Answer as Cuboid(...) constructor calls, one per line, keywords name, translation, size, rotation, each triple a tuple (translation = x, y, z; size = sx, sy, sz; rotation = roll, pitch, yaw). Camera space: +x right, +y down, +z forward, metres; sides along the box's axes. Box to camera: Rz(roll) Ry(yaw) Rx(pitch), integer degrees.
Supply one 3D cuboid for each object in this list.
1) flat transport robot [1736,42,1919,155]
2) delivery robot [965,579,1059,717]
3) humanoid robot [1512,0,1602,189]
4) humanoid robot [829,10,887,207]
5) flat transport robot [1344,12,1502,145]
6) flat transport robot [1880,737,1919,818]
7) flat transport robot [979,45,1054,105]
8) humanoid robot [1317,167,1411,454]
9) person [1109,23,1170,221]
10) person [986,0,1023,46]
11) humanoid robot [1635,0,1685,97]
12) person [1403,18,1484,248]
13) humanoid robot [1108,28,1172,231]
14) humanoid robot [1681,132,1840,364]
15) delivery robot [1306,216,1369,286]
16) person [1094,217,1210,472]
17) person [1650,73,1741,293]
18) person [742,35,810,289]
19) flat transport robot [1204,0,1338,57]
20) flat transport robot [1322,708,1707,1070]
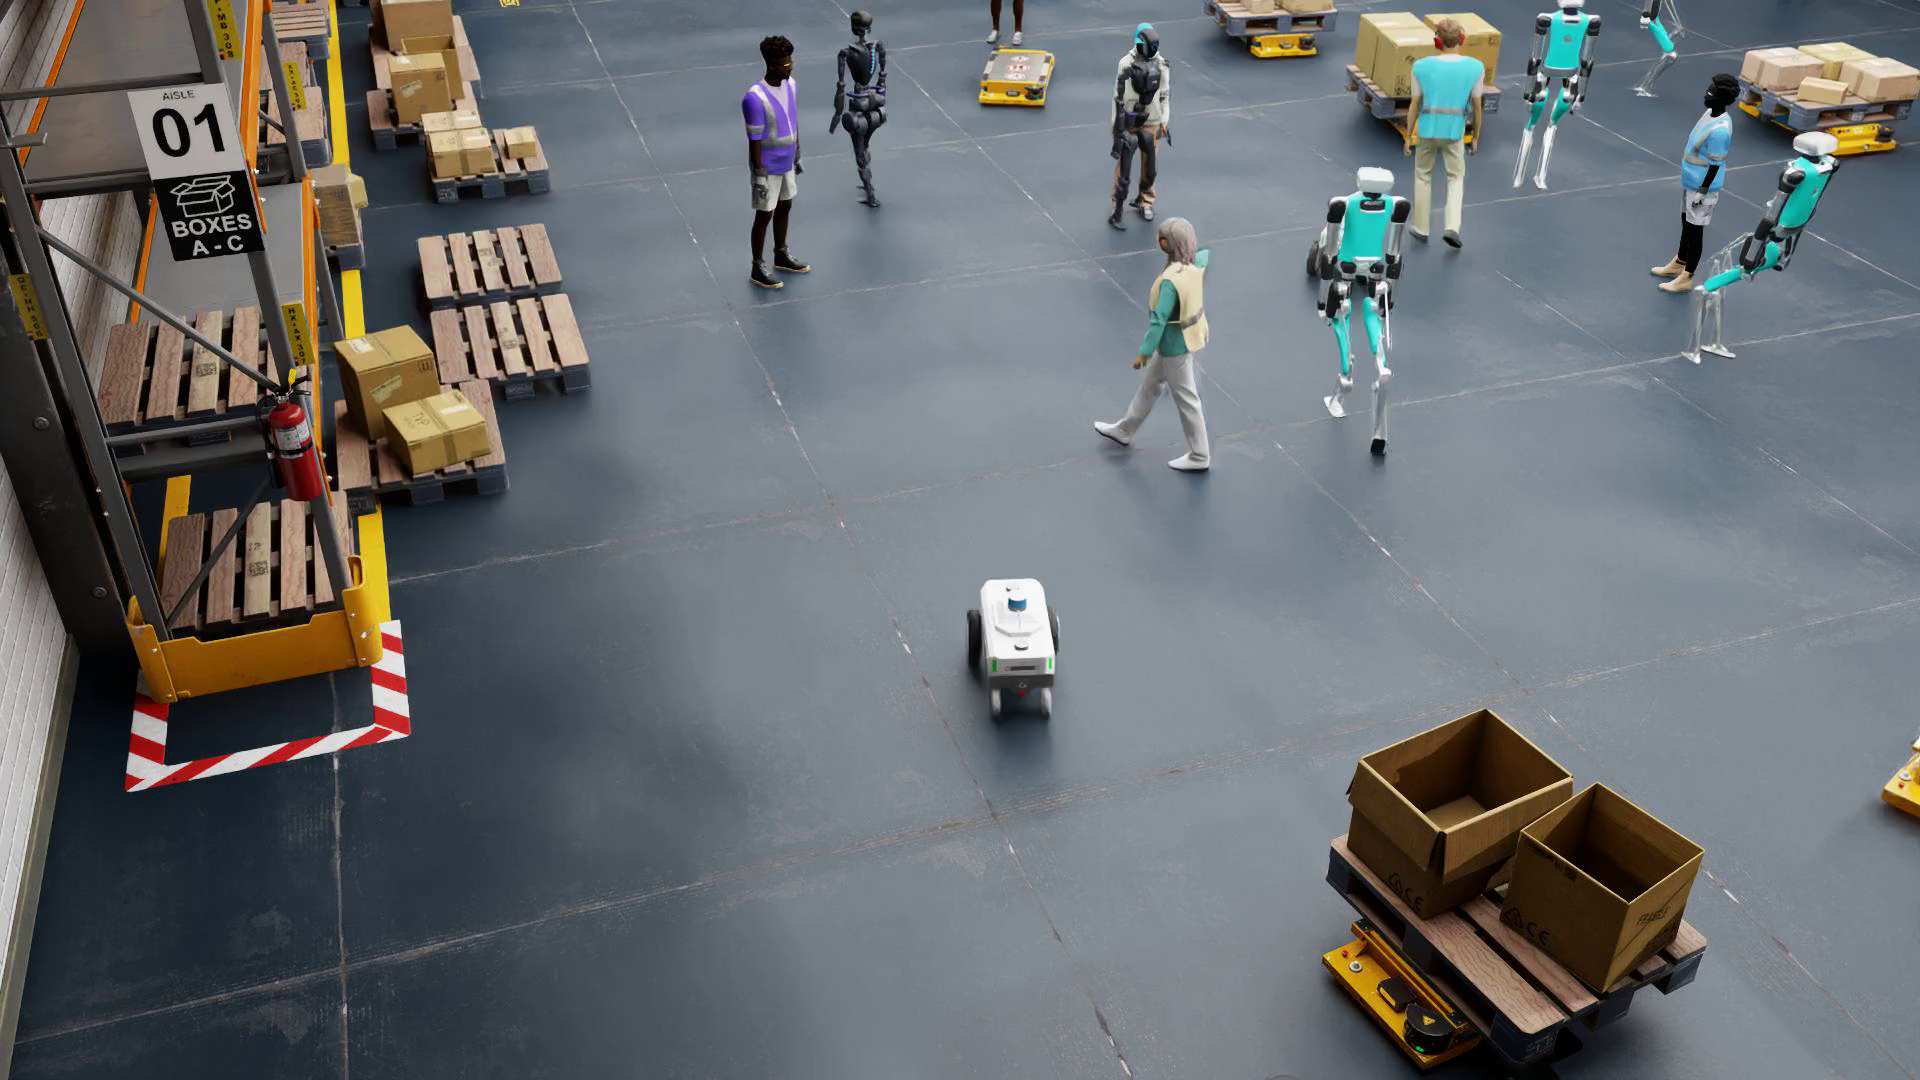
Cuboid(name="flat transport robot", translation=(8.285, -4.067, 16.097), size=(0.659, 0.231, 1.431), rotation=(-8, 34, -13))
Cuboid(name="delivery robot", translation=(0.297, 0.528, 8.776), size=(0.499, 0.583, 0.767), rotation=(-2, 33, -3))
Cuboid(name="humanoid robot", translation=(5.179, -3.928, 14.575), size=(0.538, 1.834, 0.675), rotation=(5, 33, 8))
Cuboid(name="humanoid robot", translation=(-0.857, -3.696, 14.242), size=(0.451, 1.650, 0.585), rotation=(28, 42, 36))
Cuboid(name="flat transport robot", translation=(4.491, -4.198, 16.296), size=(0.659, 0.231, 1.431), rotation=(-4, 33, -6))
Cuboid(name="flat transport robot", translation=(5.199, 1.051, 8.247), size=(1.431, 0.231, 0.659), rotation=(-28, 42, -36))
Cuboid(name="flat transport robot", translation=(0.600, -4.818, 17.247), size=(0.659, 0.231, 1.431), rotation=(4, 33, 6))
Cuboid(name="humanoid robot", translation=(2.639, -1.408, 10.707), size=(0.555, 1.778, 0.956), rotation=(-3, 33, -4))
Cuboid(name="person", translation=(1.504, -3.487, 13.917), size=(0.475, 1.674, 0.379), rotation=(3, 33, 5))
Cuboid(name="person", translation=(0.487, -6.388, 18.149), size=(0.559, 1.925, 0.484), rotation=(8, 34, 11))
Cuboid(name="humanoid robot", translation=(7.069, -5.305, 16.657), size=(0.674, 1.797, 0.541), rotation=(14, 36, 21))
Cuboid(name="person", translation=(3.882, -3.247, 13.429), size=(0.601, 1.813, 0.587), rotation=(4, 33, 7))
Cuboid(name="humanoid robot", translation=(1.476, -3.452, 13.864), size=(0.586, 1.637, 0.402), rotation=(-21, 39, -29))
Cuboid(name="humanoid robot", translation=(5.532, -2.061, 11.685), size=(0.551, 1.770, 0.801), rotation=(-20, 38, -28))
Cuboid(name="delivery robot", translation=(3.106, -2.391, 13.278), size=(0.499, 0.611, 0.814), rotation=(15, 36, 21))
Cuboid(name="person", translation=(1.242, -1.219, 10.437), size=(0.870, 1.669, 0.488), rotation=(10, 35, 15))
Cuboid(name="person", translation=(5.659, -2.732, 12.738), size=(0.318, 1.699, 0.534), rotation=(6, 34, 9))
Cuboid(name="person", translation=(-1.408, -2.907, 12.789), size=(0.394, 1.949, 0.615), rotation=(17, 37, 25))
Cuboid(name="flat transport robot", translation=(3.432, -5.691, 18.587), size=(0.659, 0.231, 1.431), rotation=(-6, 34, -8))
Cuboid(name="flat transport robot", translation=(2.340, 1.740, 7.190), size=(1.431, 0.231, 0.659), rotation=(-16, 36, -23))
